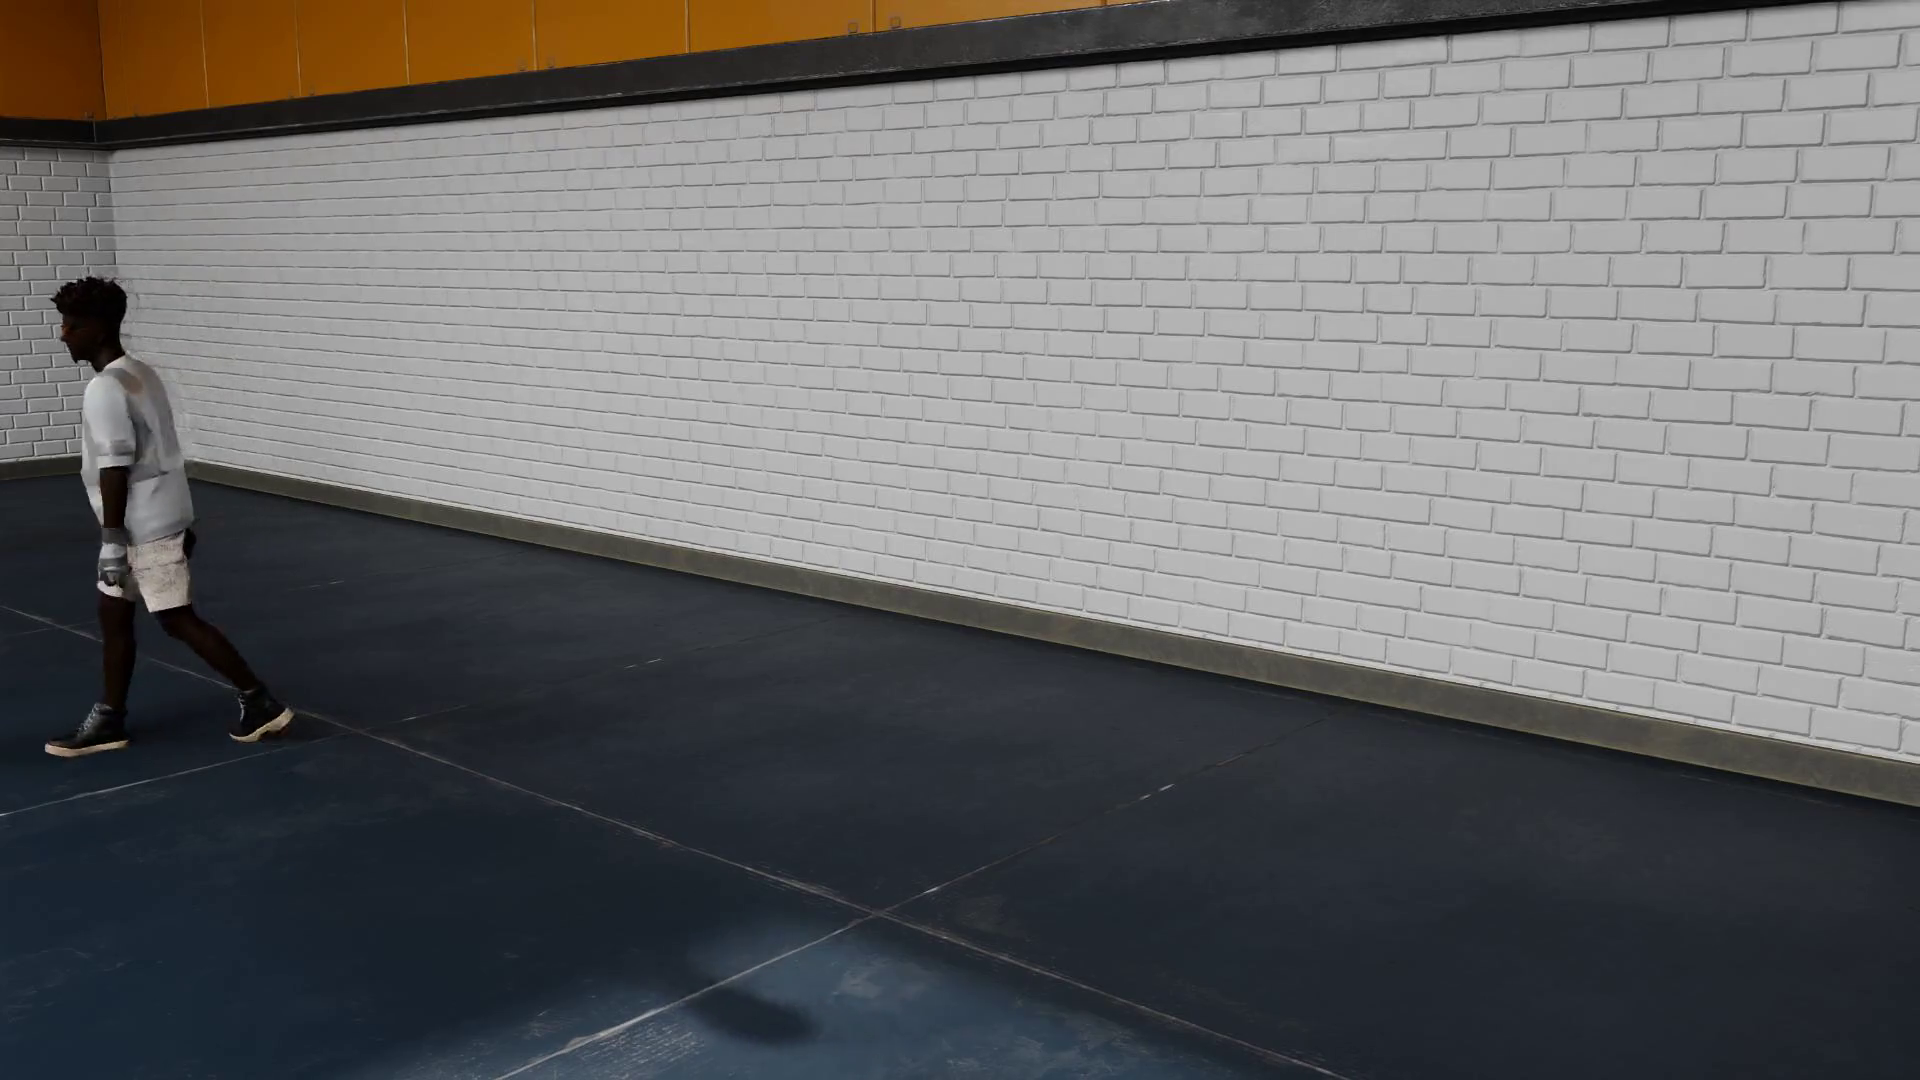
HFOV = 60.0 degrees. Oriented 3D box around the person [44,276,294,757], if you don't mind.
[{"bbox_3d":[-3.188,-0.087,6.641,0.910,1.928,0.605,-4,11,-20],"label":"person"}]
